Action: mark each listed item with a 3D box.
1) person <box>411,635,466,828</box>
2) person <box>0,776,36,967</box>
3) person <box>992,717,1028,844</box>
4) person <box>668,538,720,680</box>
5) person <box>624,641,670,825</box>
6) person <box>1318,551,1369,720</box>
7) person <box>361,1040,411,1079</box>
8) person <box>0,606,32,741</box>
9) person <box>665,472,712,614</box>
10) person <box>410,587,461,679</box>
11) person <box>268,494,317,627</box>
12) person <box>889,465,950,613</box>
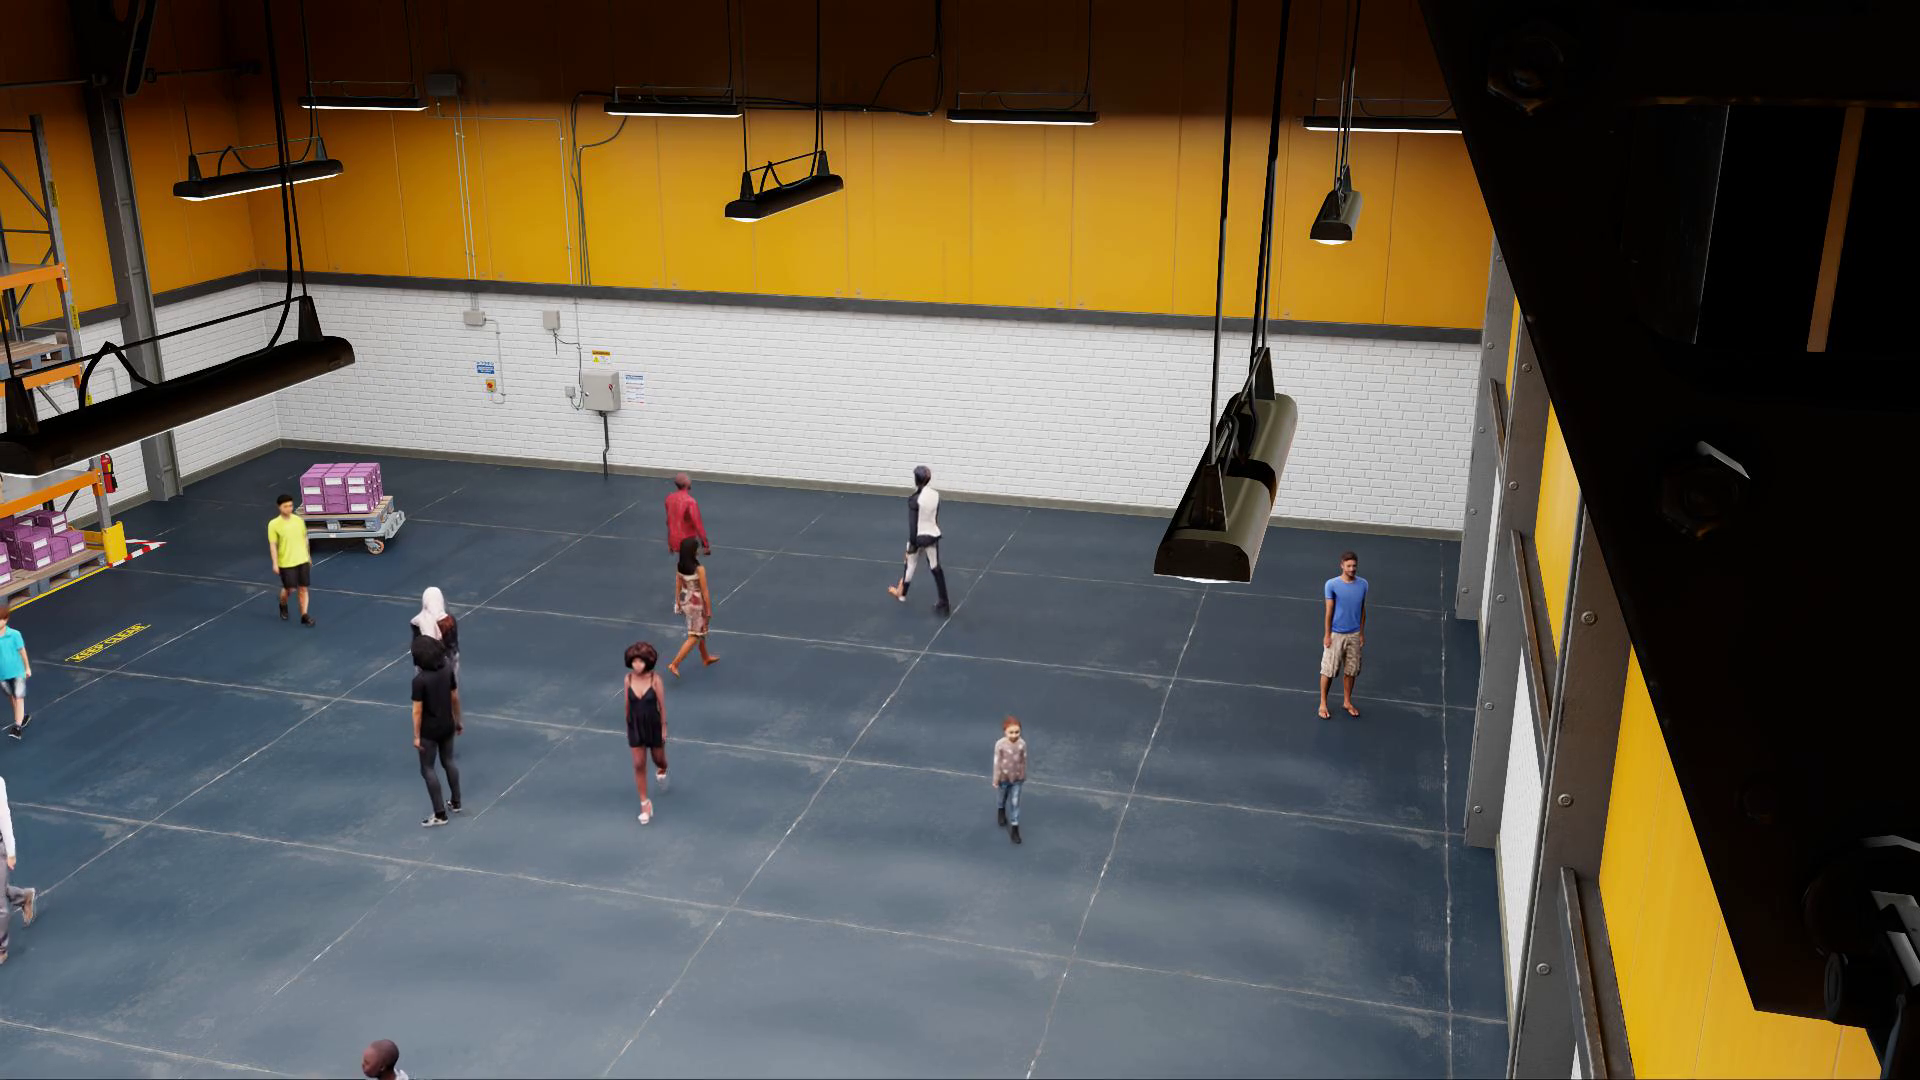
[{"bbox_3d":[-4.945,1.775,15.746,0.944,1.815,0.772,12,22,32],"label":"person"},{"bbox_3d":[-7.875,2.477,13.504,0.769,1.916,1.102,1,19,4],"label":"person"},{"bbox_3d":[0.448,2.188,15.519,0.648,1.179,0.881,-1,19,-3],"label":"person"},{"bbox_3d":[-3.092,0.795,18.964,0.910,1.618,1.173,14,23,35],"label":"person"},{"bbox_3d":[-2.962,1.780,15.807,0.710,1.767,1.017,0,19,1],"label":"person"},{"bbox_3d":[4.146,0.998,17.979,0.723,1.864,0.706,-3,19,-9],"label":"person"},{"bbox_3d":[-3.257,3.747,9.944,0.848,1.782,0.789,-4,19,-13],"label":"person"},{"bbox_3d":[-10.029,1.366,17.591,0.797,1.413,1.019,-3,19,-9],"label":"person"},{"bbox_3d":[-3.534,0.051,20.879,0.860,1.806,0.819,-16,25,-40],"label":"person"},{"bbox_3d":[-5.468,1.311,17.431,0.783,1.620,0.838,-10,21,-26],"label":"person"},{"bbox_3d":[-8.270,0.233,20.510,0.855,1.698,0.823,16,24,39],"label":"person"},{"bbox_3d":[-0.386,0.031,20.886,1.258,1.841,1.192,-16,24,-40],"label":"person"}]
